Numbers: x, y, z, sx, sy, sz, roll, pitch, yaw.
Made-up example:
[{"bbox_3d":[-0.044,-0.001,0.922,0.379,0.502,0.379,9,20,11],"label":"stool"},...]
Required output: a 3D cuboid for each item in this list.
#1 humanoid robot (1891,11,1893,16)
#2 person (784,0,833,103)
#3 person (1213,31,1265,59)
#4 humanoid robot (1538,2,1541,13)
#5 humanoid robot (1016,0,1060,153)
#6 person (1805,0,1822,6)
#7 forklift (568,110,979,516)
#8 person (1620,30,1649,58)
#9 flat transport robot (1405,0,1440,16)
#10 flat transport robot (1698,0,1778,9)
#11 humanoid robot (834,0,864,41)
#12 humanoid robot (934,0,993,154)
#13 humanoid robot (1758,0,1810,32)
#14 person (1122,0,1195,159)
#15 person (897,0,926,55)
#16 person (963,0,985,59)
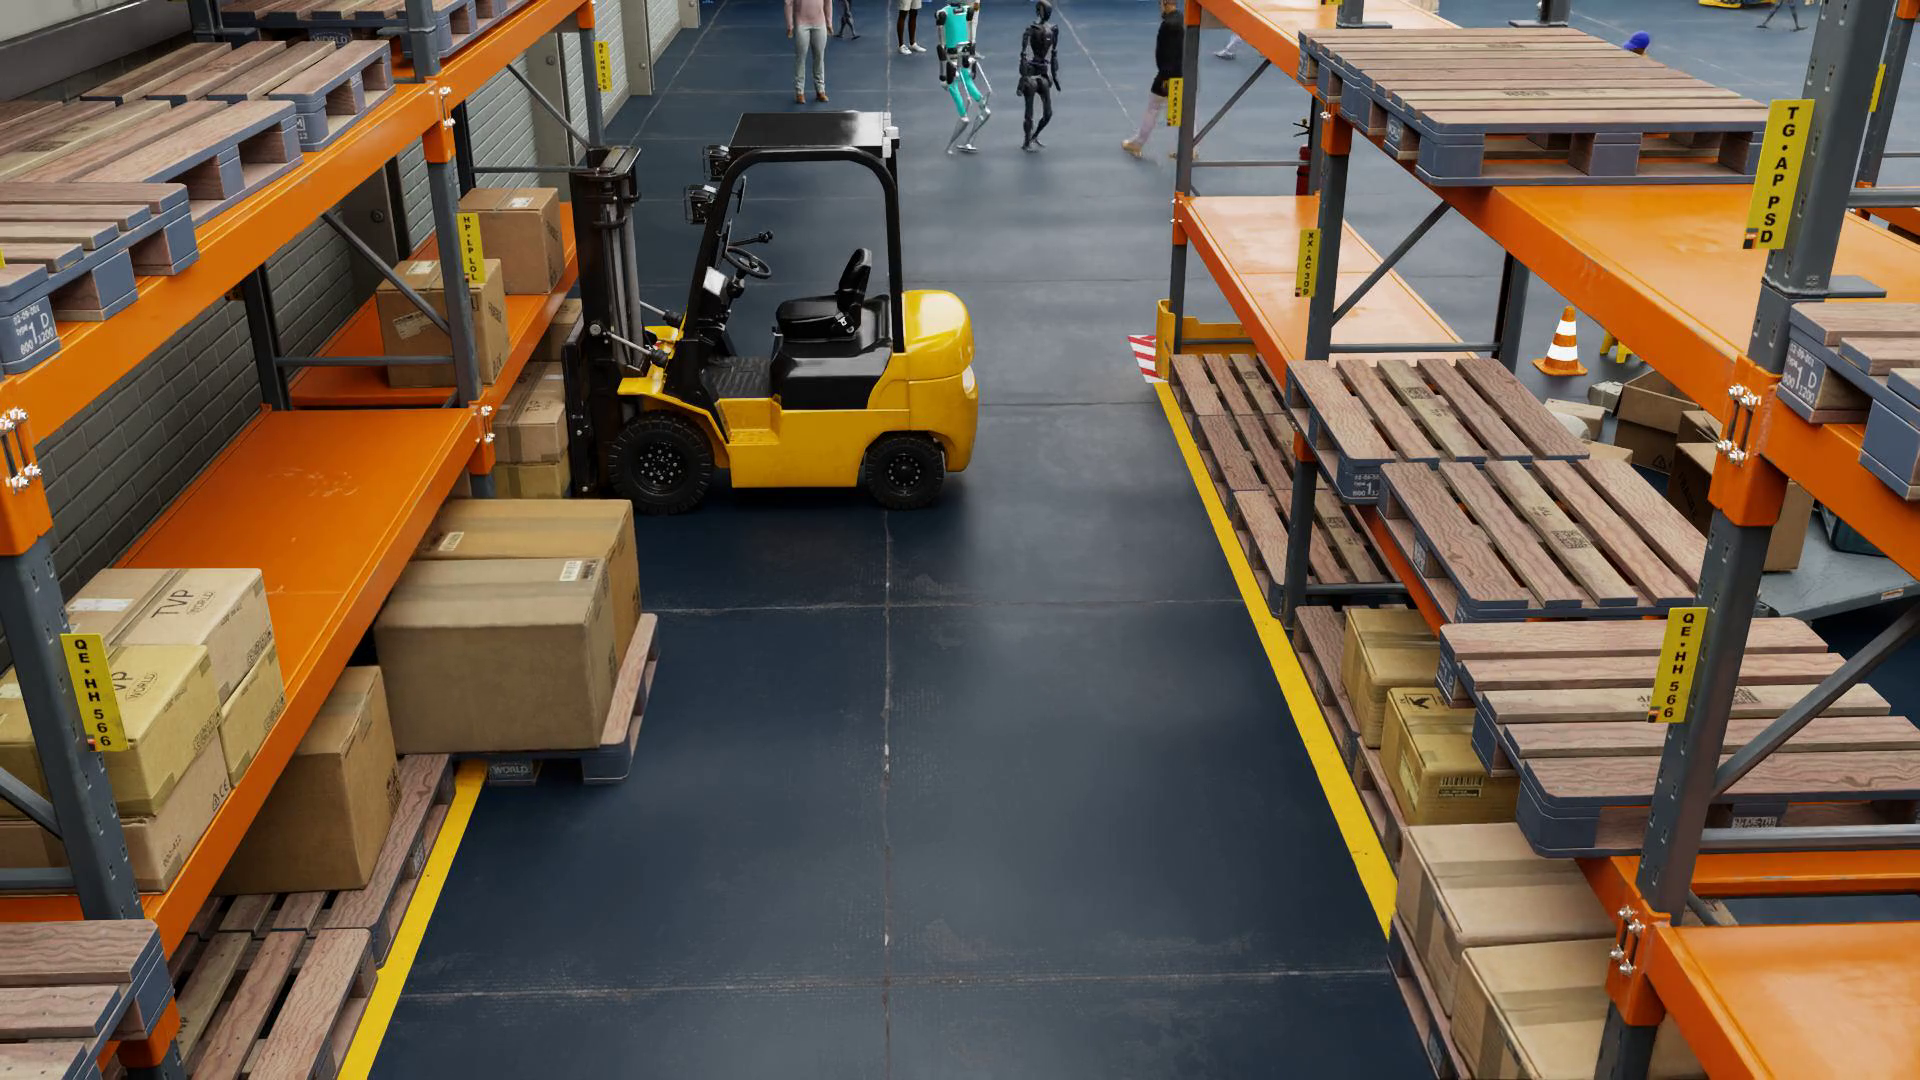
[{"bbox_3d":[16.157,-9.837,28.507,0.594,1.623,0.693,12,28,24],"label":"humanoid robot"},{"bbox_3d":[-1.932,-6.606,21.339,0.635,1.937,0.356,-8,27,-17],"label":"person"},{"bbox_3d":[4.290,-7.991,24.444,0.984,1.792,0.568,0,25,1],"label":"person"},{"bbox_3d":[5.947,-4.929,18.006,0.854,1.742,0.563,6,26,12],"label":"humanoid robot"},{"bbox_3d":[0.847,-5.227,18.743,0.610,1.652,0.374,-21,32,-37],"label":"humanoid robot"},{"bbox_3d":[15.500,-10.539,29.725,0.524,1.893,0.401,21,33,38],"label":"person"},{"bbox_3d":[-1.043,-1.379,9.976,2.313,2.155,1.214,-1,25,-2],"label":"forklift"},{"bbox_3d":[6.670,-4.222,16.585,0.458,1.685,0.483,6,26,13],"label":"person"},{"bbox_3d":[6.805,-8.113,26.484,0.659,0.231,1.431,22,33,39],"label":"flat transport robot"},{"bbox_3d":[14.032,-9.757,29.966,1.431,0.231,0.659,-16,30,-30],"label":"flat transport robot"},{"bbox_3d":[-1.721,-8.699,26.117,0.741,1.629,0.608,20,32,36],"label":"humanoid robot"},{"bbox_3d":[0.094,-5.166,18.512,0.535,1.785,0.676,-22,33,-39],"label":"humanoid robot"},{"bbox_3d":[13.545,-9.122,27.033,0.791,1.624,0.599,15,29,29],"label":"humanoid robot"},{"bbox_3d":[2.250,-5.124,18.349,0.840,1.805,0.617,13,28,26],"label":"person"},{"bbox_3d":[-0.751,-8.274,24.917,0.375,1.901,0.541,21,32,37],"label":"person"},{"bbox_3d":[0.206,-8.009,24.535,0.346,1.745,0.562,-6,26,-13],"label":"person"}]
